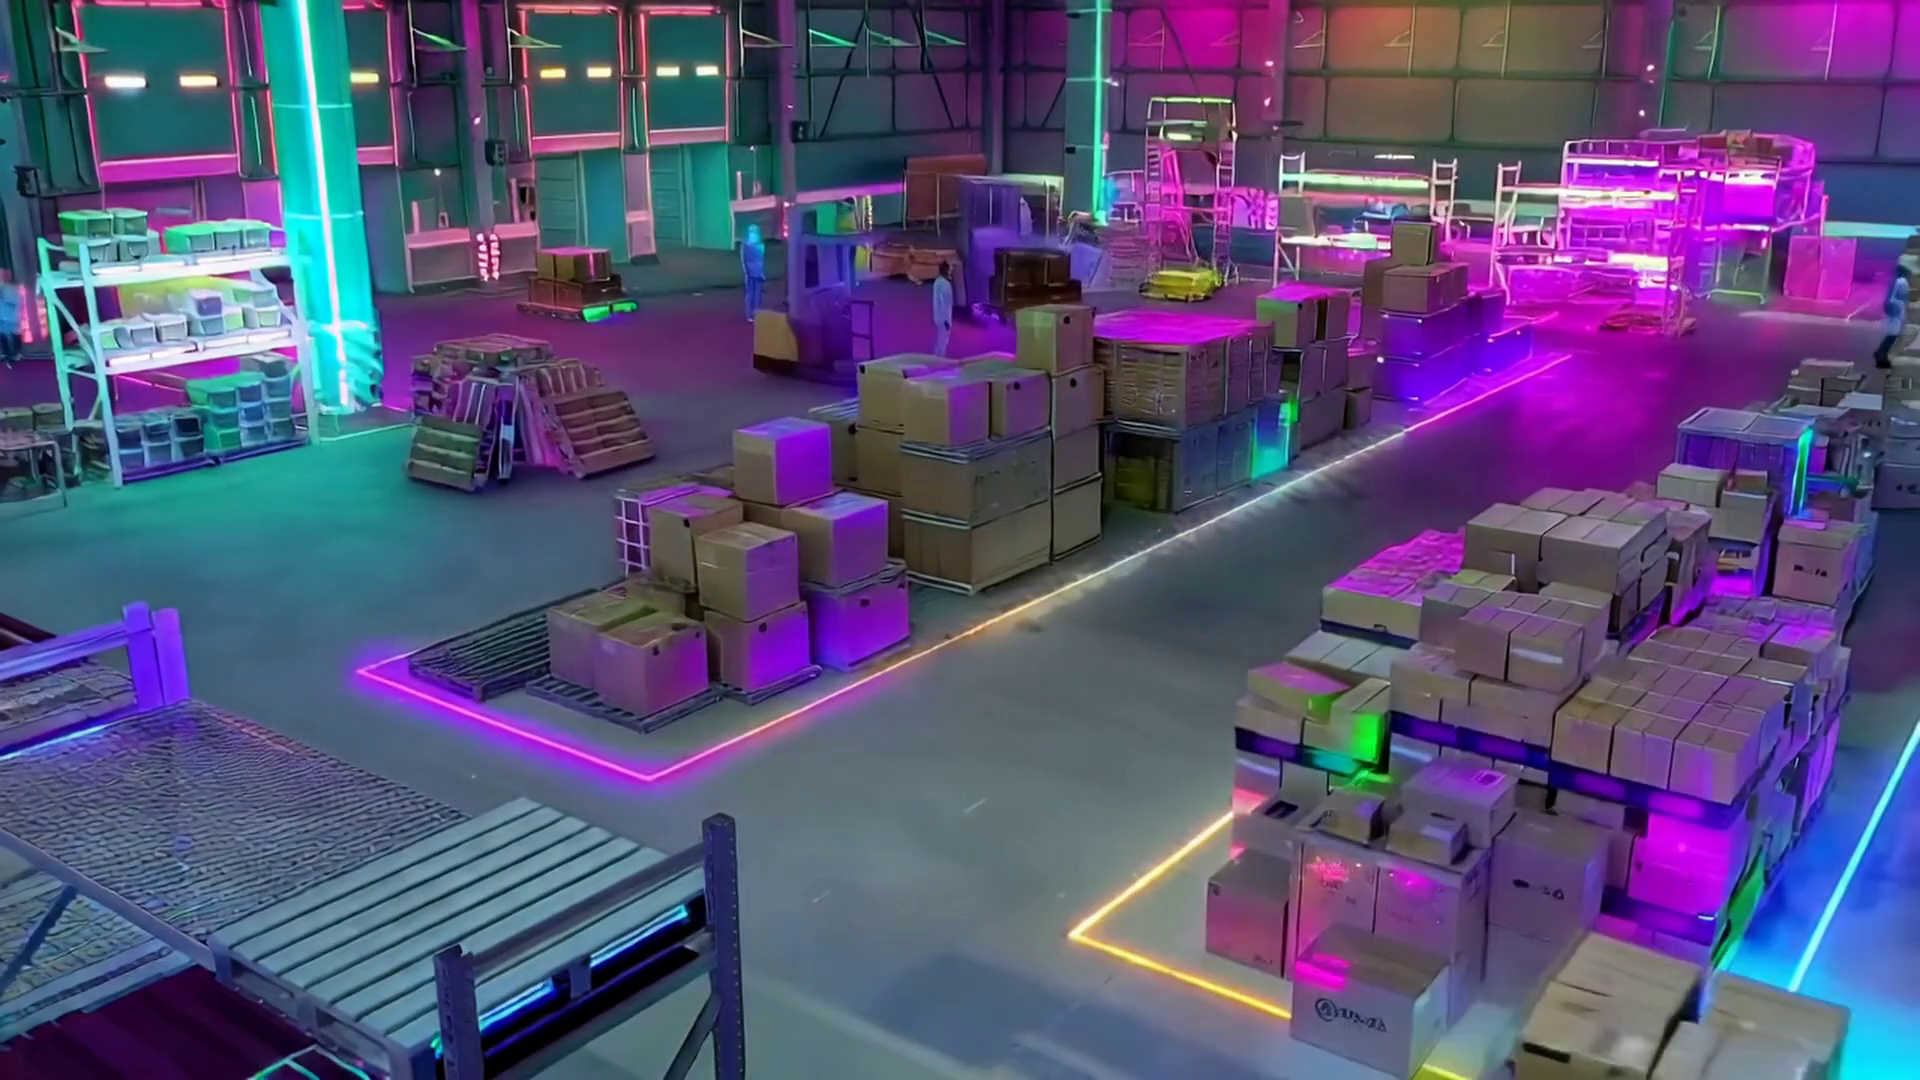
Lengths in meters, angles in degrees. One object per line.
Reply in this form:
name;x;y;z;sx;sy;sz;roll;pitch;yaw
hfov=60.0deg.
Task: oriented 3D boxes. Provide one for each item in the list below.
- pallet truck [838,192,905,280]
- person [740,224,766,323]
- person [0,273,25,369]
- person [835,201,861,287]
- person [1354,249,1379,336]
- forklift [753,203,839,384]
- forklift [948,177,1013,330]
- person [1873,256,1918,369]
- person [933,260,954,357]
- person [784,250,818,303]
pallet truck;-1.936;-7.159;38.982;1.885;1.965;0.823;-12;21;-34
person;-4.052;-5.248;32.775;0.371;1.925;0.595;11;20;33
person;-16.285;-3.792;28.467;0.536;1.633;0.922;-6;18;-19
person;-2.513;-6.644;37.399;0.588;1.927;0.369;-2;17;-5
person;7.777;-4.603;31.046;0.613;1.683;0.546;-1;17;-2
forklift;-2.446;-4.120;27.416;1.873;2.768;1.129;12;21;35
forklift;0.539;-5.666;32.536;1.129;2.768;1.873;-8;18;-24
person;15.813;-3.828;28.092;0.450;1.917;0.559;3;17;10
person;-0.271;-3.637;27.422;0.352;1.937;0.635;-3;17;-8
person;-2.830;-4.307;29.667;0.638;1.926;0.367;-8;19;-25
